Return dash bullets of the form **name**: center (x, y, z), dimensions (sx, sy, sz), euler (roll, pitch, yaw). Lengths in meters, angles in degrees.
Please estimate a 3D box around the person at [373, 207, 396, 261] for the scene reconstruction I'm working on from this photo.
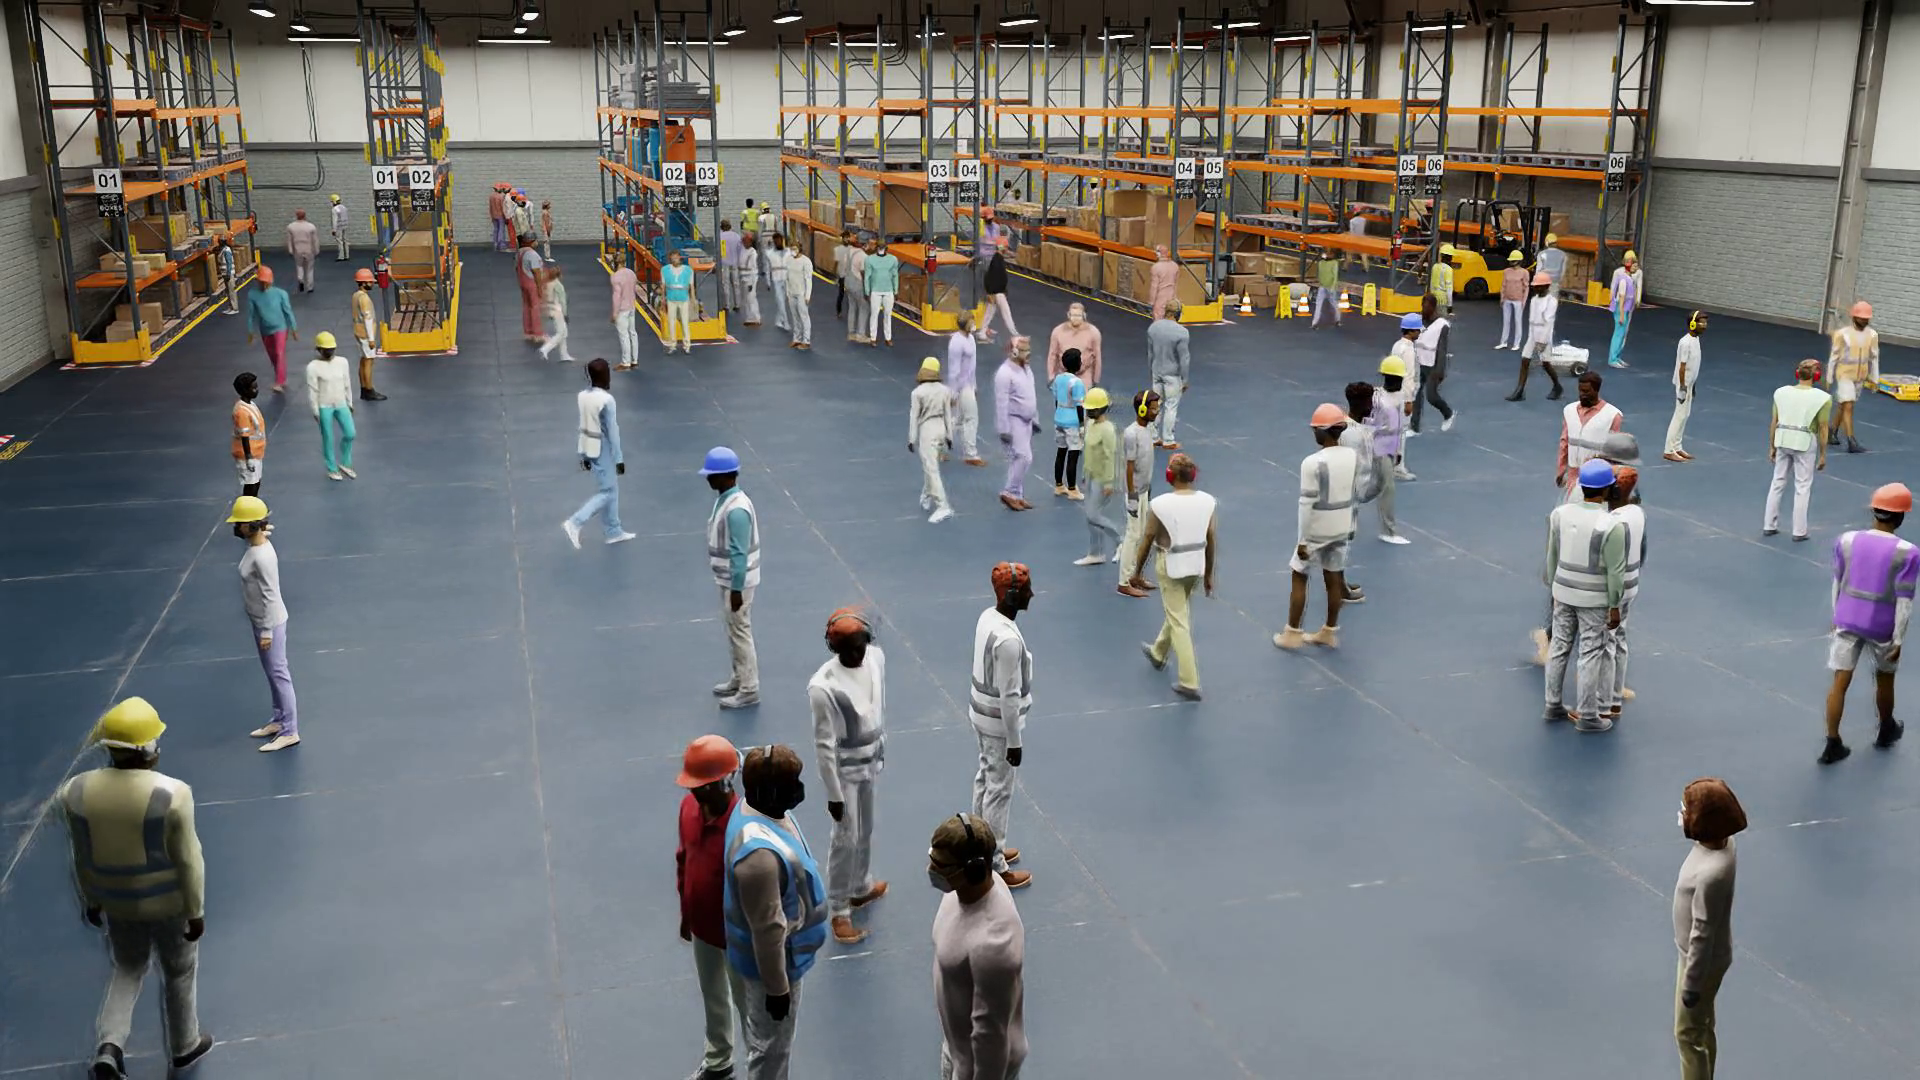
- **person**: center (-15.783, -8.637, 45.740), dimensions (0.589, 1.897, 0.884), euler (1, 15, 3)

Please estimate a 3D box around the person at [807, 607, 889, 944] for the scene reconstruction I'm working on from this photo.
- **person**: center (-0.535, 1.193, 8.829), dimensions (0.343, 1.860, 0.778), euler (8, 17, 26)

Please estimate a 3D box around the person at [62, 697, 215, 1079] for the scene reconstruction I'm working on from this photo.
- **person**: center (-3.633, 1.593, 7.359), dimensions (0.597, 1.821, 0.569), euler (1, 15, 3)

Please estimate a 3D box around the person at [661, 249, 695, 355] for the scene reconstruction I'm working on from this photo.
- **person**: center (-4.897, -4.137, 28.882), dimensions (0.569, 1.840, 0.373), euler (-1, 15, -4)

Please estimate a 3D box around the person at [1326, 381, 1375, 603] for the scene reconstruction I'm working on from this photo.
- **person**: center (3.450, -0.441, 14.739), dimensions (0.364, 1.964, 0.610), euler (2, 15, 7)

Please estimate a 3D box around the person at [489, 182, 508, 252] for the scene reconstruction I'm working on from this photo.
- **person**: center (-13.399, -9.394, 48.378), dimensions (0.617, 1.990, 0.393), euler (10, 18, 33)

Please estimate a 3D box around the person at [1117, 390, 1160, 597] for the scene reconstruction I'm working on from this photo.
- **person**: center (1.606, -0.420, 14.878), dimensions (0.326, 1.858, 0.520), euler (7, 16, 24)

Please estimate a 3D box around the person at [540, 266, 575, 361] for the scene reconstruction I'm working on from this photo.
- **person**: center (-6.805, -3.791, 27.987), dimensions (0.583, 1.621, 0.524), euler (-9, 17, -31)

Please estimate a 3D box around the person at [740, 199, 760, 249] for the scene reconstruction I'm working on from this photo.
- **person**: center (-5.823, -8.595, 45.992), dimensions (0.552, 1.653, 0.835), euler (-8, 17, -27)

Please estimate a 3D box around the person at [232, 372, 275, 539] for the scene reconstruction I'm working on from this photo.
- **person**: center (-7.183, -0.859, 16.846), dimensions (0.321, 1.689, 0.529), euler (-3, 15, -10)

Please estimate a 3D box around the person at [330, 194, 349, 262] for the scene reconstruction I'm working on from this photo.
- **person**: center (-16.881, -8.470, 45.222), dimensions (0.403, 1.826, 0.586), euler (4, 15, 14)

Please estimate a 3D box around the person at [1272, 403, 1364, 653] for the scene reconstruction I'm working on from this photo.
- **person**: center (2.882, -0.090, 13.308), dimensions (0.618, 2.027, 0.487), euler (-8, 17, -27)

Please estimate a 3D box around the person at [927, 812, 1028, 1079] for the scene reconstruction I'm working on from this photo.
- **person**: center (0.056, 1.886, 6.056), dimensions (0.375, 1.933, 0.625), euler (-2, 15, -8)

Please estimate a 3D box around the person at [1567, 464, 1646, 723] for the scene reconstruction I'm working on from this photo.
- **person**: center (4.596, 0.391, 11.764), dimensions (0.344, 1.882, 0.585), euler (12, 19, 39)

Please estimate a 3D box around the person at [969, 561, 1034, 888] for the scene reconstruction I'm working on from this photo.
- **person**: center (0.235, 1.032, 9.378), dimensions (0.356, 1.876, 0.574), euler (-3, 15, -10)

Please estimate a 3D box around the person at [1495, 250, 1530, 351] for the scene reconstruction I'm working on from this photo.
- **person**: center (9.783, -4.234, 29.401), dimensions (0.329, 1.765, 0.526), euler (-12, 19, -37)

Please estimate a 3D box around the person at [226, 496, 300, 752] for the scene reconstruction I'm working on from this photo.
- **person**: center (-4.757, 0.562, 11.349), dimensions (0.316, 1.769, 0.525), euler (-9, 17, -29)

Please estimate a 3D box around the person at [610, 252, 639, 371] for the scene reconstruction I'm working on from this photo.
- **person**: center (-5.495, -3.725, 27.150), dimensions (0.372, 1.941, 0.627), euler (6, 16, 20)

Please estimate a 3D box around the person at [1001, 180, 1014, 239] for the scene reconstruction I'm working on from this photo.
- **person**: center (1.523, -10.521, 52.910), dimensions (0.430, 1.845, 0.622), euler (2, 15, 8)

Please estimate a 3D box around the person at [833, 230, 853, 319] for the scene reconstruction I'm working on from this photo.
- **person**: center (-2.306, -5.276, 33.209), dimensions (0.525, 1.835, 0.921), euler (-6, 16, -22)

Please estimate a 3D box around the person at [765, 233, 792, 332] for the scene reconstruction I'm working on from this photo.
- **person**: center (-3.469, -4.994, 32.098), dimensions (0.584, 1.867, 1.016), euler (-6, 16, -22)

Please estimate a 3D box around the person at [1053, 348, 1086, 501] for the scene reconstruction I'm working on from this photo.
- **person**: center (1.225, -1.283, 18.423), dimensions (0.320, 1.698, 0.531), euler (-8, 17, -27)

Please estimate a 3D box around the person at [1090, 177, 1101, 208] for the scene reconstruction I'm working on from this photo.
- **person**: center (4.259, -10.493, 52.638), dimensions (0.370, 1.929, 0.585), euler (5, 16, 18)

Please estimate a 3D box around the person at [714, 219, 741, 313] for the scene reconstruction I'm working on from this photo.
- **person**: center (-4.831, -5.707, 34.616), dimensions (0.627, 1.936, 0.376), euler (-10, 18, -33)

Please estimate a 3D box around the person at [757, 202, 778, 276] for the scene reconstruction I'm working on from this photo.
- **person**: center (-4.856, -7.565, 41.822), dimensions (0.589, 1.822, 0.403), euler (-12, 19, -39)

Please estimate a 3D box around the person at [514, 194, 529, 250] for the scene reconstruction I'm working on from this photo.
- **person**: center (-11.115, -7.765, 42.245), dimensions (0.377, 1.995, 0.612), euler (-5, 16, -18)

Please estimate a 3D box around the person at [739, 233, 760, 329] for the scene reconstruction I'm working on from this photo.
- **person**: center (-4.101, -5.035, 32.268), dimensions (0.348, 1.853, 0.696), euler (-8, 17, -27)

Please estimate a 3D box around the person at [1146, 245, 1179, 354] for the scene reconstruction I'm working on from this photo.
- **person**: center (3.490, -4.158, 28.853), dimensions (0.639, 1.903, 0.407), euler (-12, 19, -38)

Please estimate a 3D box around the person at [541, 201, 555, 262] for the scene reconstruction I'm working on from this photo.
- **person**: center (-11.273, -8.432, 45.432), dimensions (0.309, 1.641, 0.513), euler (-4, 15, -15)

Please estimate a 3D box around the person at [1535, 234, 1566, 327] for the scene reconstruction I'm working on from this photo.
- **person**: center (11.550, -5.099, 32.621), dimensions (0.582, 1.785, 0.893), euler (1, 15, 5)

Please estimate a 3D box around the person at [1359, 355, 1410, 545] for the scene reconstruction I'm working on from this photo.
- **person**: center (4.212, -0.935, 16.736), dimensions (0.593, 1.899, 0.822), euler (-14, 21, -43)

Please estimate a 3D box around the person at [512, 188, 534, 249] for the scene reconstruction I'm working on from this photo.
- **person**: center (-12.113, -8.755, 46.080), dimensions (0.611, 1.939, 0.407), euler (1, 15, 2)

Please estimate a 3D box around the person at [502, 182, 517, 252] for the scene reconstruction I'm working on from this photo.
- **person**: center (-13.083, -9.363, 48.258), dimensions (0.377, 1.995, 0.608), euler (-2, 15, -7)

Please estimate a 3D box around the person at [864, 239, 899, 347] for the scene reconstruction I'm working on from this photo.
- **person**: center (-1.406, -4.433, 29.825), dimensions (0.636, 1.931, 0.354), euler (-4, 15, -14)

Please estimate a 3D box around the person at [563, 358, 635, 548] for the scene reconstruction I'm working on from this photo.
- **person**: center (-3.589, -0.849, 16.414), dimensions (0.755, 1.897, 0.598), euler (-11, 18, -35)

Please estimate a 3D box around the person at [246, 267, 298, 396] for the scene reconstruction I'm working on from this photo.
- **person**: center (-10.396, -3.170, 25.114), dimensions (0.678, 1.925, 1.089), euler (-1, 15, -3)

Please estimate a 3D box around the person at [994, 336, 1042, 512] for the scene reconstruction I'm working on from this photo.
- **person**: center (0.657, -1.246, 17.908), dimensions (0.453, 1.893, 0.660), euler (7, 16, 24)

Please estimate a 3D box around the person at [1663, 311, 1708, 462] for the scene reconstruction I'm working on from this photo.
- **person**: center (8.919, -1.885, 20.390), dimensions (0.328, 1.862, 0.502), euler (10, 18, 34)

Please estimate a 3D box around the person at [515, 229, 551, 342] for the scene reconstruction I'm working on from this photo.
- **person**: center (-7.810, -4.675, 30.527), dimensions (0.538, 2.000, 0.690), euler (-13, 20, -40)
